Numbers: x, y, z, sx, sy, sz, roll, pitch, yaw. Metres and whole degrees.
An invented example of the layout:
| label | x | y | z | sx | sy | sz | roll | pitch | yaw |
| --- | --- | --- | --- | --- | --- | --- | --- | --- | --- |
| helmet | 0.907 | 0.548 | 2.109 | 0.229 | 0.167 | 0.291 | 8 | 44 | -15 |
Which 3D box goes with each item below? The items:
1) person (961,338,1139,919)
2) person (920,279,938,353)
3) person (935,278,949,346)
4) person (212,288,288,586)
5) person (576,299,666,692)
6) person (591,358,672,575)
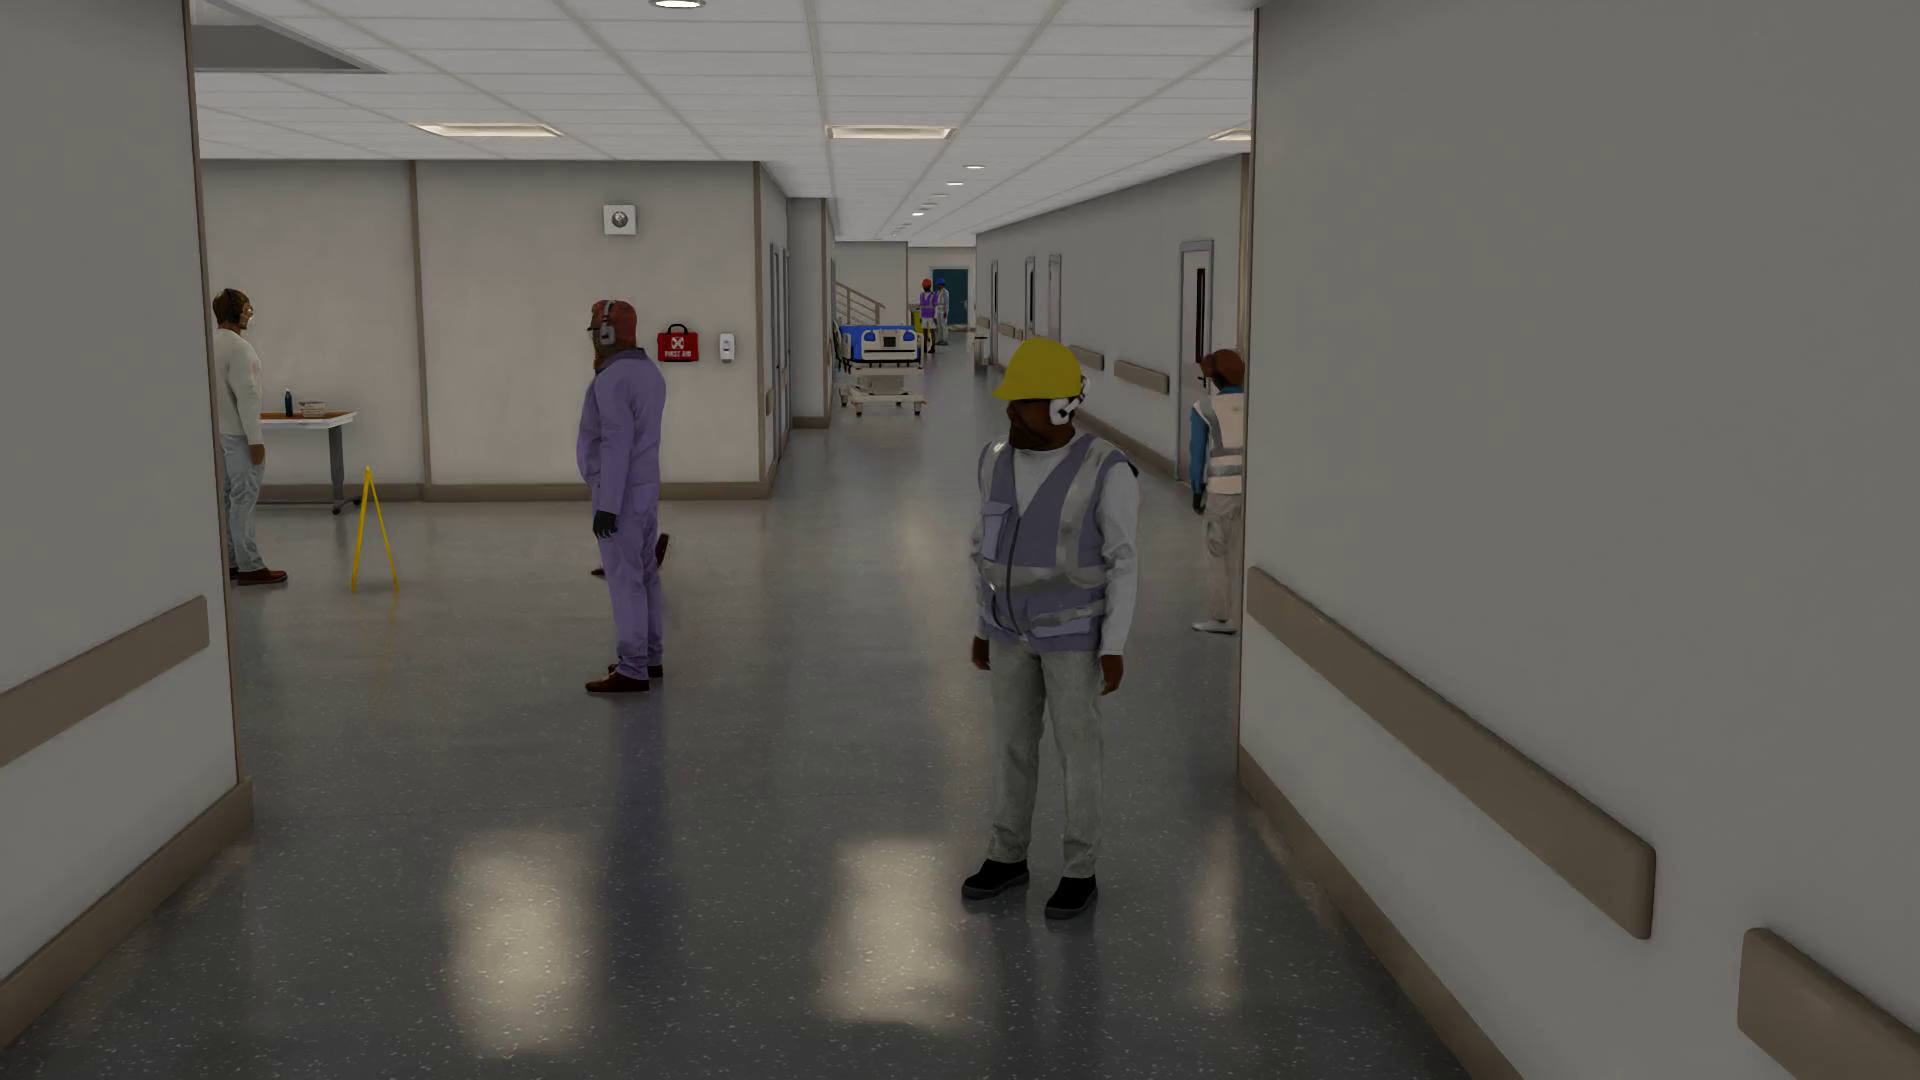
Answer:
| label | x | y | z | sx | sy | sz | roll | pitch | yaw |
| --- | --- | --- | --- | --- | --- | --- | --- | --- | --- |
| person | 0.269 | 0.278 | 5.275 | 0.592 | 1.829 | 0.404 | 7 | 11 | 36 |
| person | -0.834 | -5.829 | 43.303 | 0.547 | 1.930 | 0.384 | 6 | 11 | 33 |
| person | -0.533 | -6.578 | 47.945 | 0.389 | 1.947 | 0.614 | -5 | 10 | -27 |
| person | -4.732 | -0.672 | 10.897 | 0.627 | 1.940 | 0.372 | 9 | 12 | 43 |
| person | -1.662 | -0.214 | 8.128 | 0.407 | 1.905 | 0.655 | 1 | 9 | 6 |
| person | -2.217 | -0.531 | 11.031 | 0.579 | 1.622 | 0.508 | 2 | 9 | 10 |
